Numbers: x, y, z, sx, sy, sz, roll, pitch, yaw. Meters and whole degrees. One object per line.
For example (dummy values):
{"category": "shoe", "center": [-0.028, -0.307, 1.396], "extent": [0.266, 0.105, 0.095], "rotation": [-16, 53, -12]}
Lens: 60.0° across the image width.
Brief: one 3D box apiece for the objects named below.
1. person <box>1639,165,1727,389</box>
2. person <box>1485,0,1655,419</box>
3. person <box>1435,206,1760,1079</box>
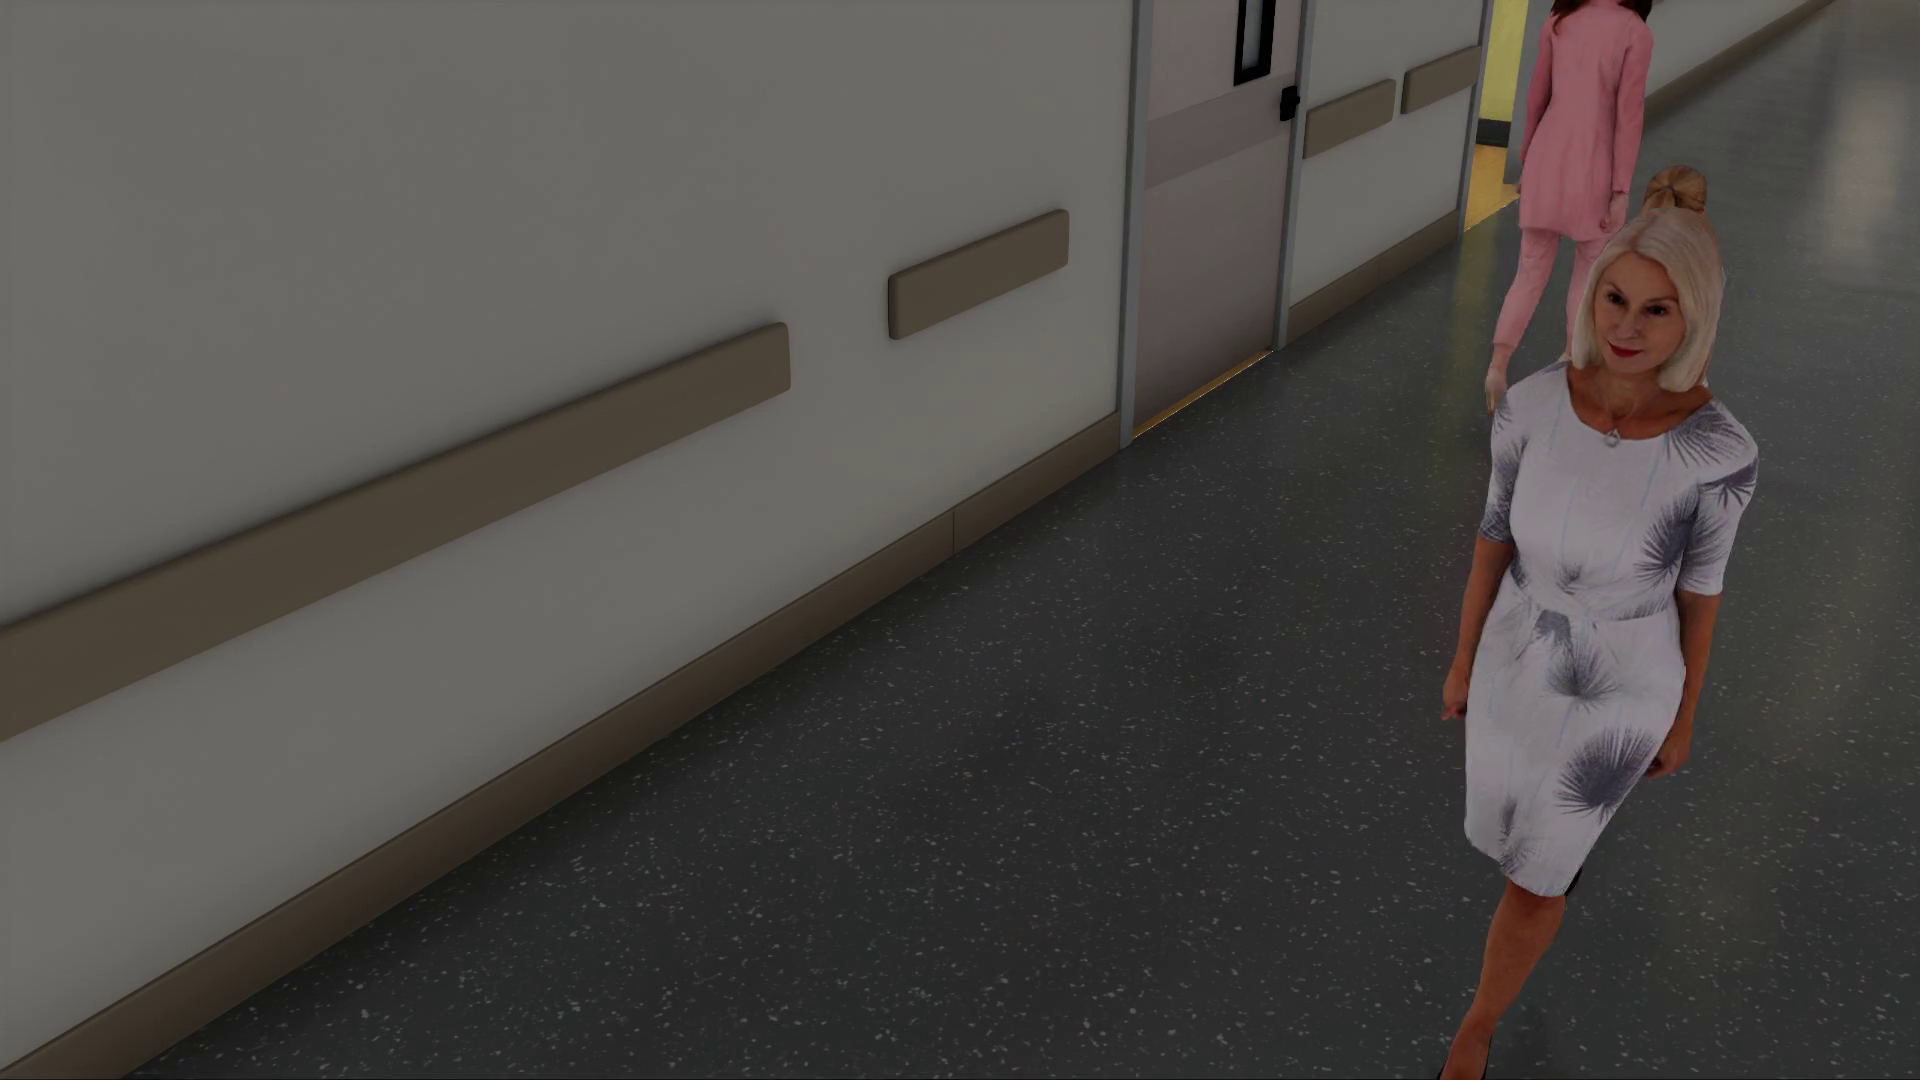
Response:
{"category": "person", "center": [1.995, -0.445, 4.914], "extent": [0.805, 1.246, 0.642], "rotation": [13, 29, 25]}
{"category": "person", "center": [2.169, -1.258, 6.018], "extent": [1.097, 1.760, 0.775], "rotation": [21, 33, 36]}
{"category": "person", "center": [1.109, 0.237, 2.958], "extent": [0.871, 1.723, 0.663], "rotation": [17, 31, 31]}
